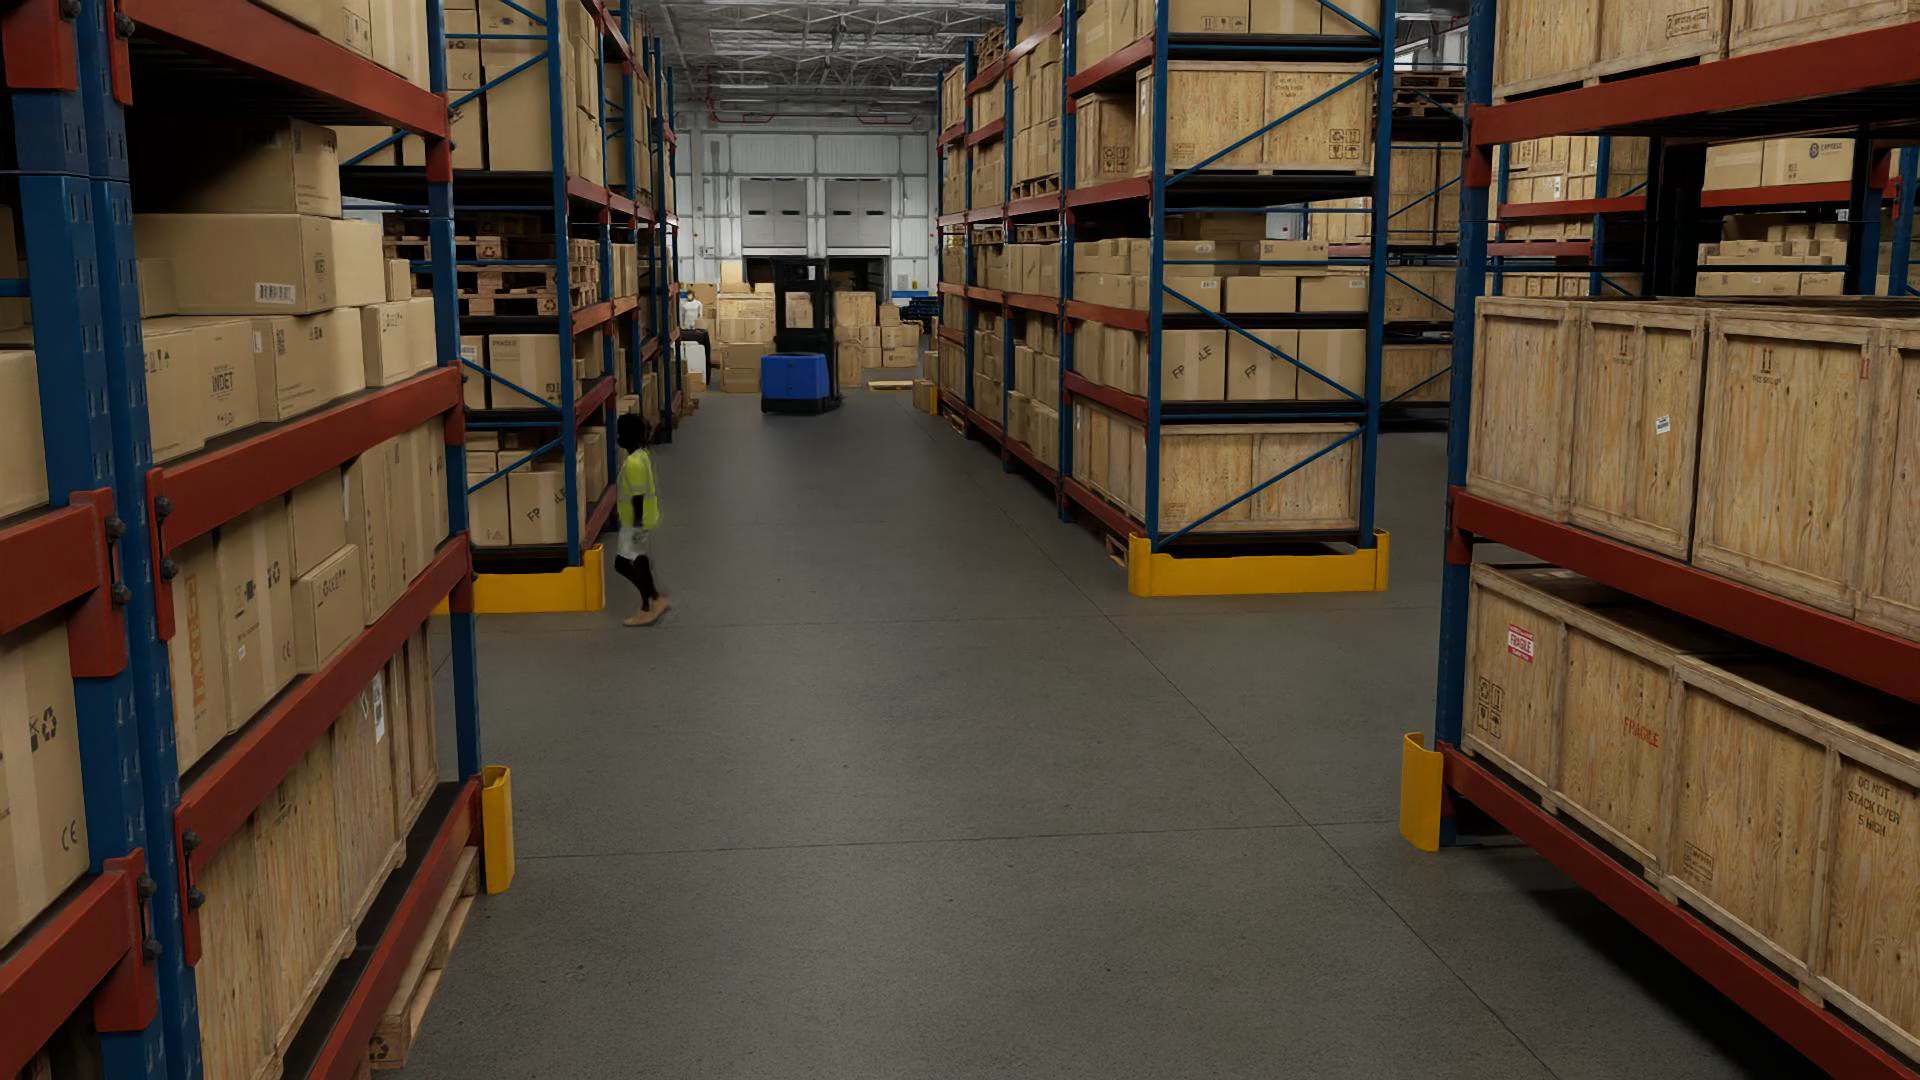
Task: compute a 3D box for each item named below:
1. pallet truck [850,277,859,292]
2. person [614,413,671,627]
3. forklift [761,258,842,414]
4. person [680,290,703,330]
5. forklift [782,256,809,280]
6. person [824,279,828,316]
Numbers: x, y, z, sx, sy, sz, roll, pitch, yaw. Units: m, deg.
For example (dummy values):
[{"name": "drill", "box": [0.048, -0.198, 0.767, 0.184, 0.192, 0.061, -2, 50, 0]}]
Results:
[{"name": "pallet truck", "box": [-3.782, -9.391, 65.808, 1.885, 1.965, 0.823, 2, 10, 10]}, {"name": "person", "box": [-2.502, -0.134, 12.820, 0.356, 1.688, 0.535, -1, 10, -4]}, {"name": "forklift", "box": [-2.936, -3.765, 30.482, 1.129, 2.768, 1.873, 2, 10, 9]}, {"name": "person", "box": [-7.349, -5.877, 45.516, 0.629, 1.940, 0.376, -1, 10, -5]}, {"name": "forklift", "box": [-5.849, -8.759, 59.557, 1.129, 2.768, 1.873, -6, 12, -33]}, {"name": "person", "box": [-5.324, -9.222, 65.054, 0.585, 1.918, 0.381, 6, 12, 32]}]
